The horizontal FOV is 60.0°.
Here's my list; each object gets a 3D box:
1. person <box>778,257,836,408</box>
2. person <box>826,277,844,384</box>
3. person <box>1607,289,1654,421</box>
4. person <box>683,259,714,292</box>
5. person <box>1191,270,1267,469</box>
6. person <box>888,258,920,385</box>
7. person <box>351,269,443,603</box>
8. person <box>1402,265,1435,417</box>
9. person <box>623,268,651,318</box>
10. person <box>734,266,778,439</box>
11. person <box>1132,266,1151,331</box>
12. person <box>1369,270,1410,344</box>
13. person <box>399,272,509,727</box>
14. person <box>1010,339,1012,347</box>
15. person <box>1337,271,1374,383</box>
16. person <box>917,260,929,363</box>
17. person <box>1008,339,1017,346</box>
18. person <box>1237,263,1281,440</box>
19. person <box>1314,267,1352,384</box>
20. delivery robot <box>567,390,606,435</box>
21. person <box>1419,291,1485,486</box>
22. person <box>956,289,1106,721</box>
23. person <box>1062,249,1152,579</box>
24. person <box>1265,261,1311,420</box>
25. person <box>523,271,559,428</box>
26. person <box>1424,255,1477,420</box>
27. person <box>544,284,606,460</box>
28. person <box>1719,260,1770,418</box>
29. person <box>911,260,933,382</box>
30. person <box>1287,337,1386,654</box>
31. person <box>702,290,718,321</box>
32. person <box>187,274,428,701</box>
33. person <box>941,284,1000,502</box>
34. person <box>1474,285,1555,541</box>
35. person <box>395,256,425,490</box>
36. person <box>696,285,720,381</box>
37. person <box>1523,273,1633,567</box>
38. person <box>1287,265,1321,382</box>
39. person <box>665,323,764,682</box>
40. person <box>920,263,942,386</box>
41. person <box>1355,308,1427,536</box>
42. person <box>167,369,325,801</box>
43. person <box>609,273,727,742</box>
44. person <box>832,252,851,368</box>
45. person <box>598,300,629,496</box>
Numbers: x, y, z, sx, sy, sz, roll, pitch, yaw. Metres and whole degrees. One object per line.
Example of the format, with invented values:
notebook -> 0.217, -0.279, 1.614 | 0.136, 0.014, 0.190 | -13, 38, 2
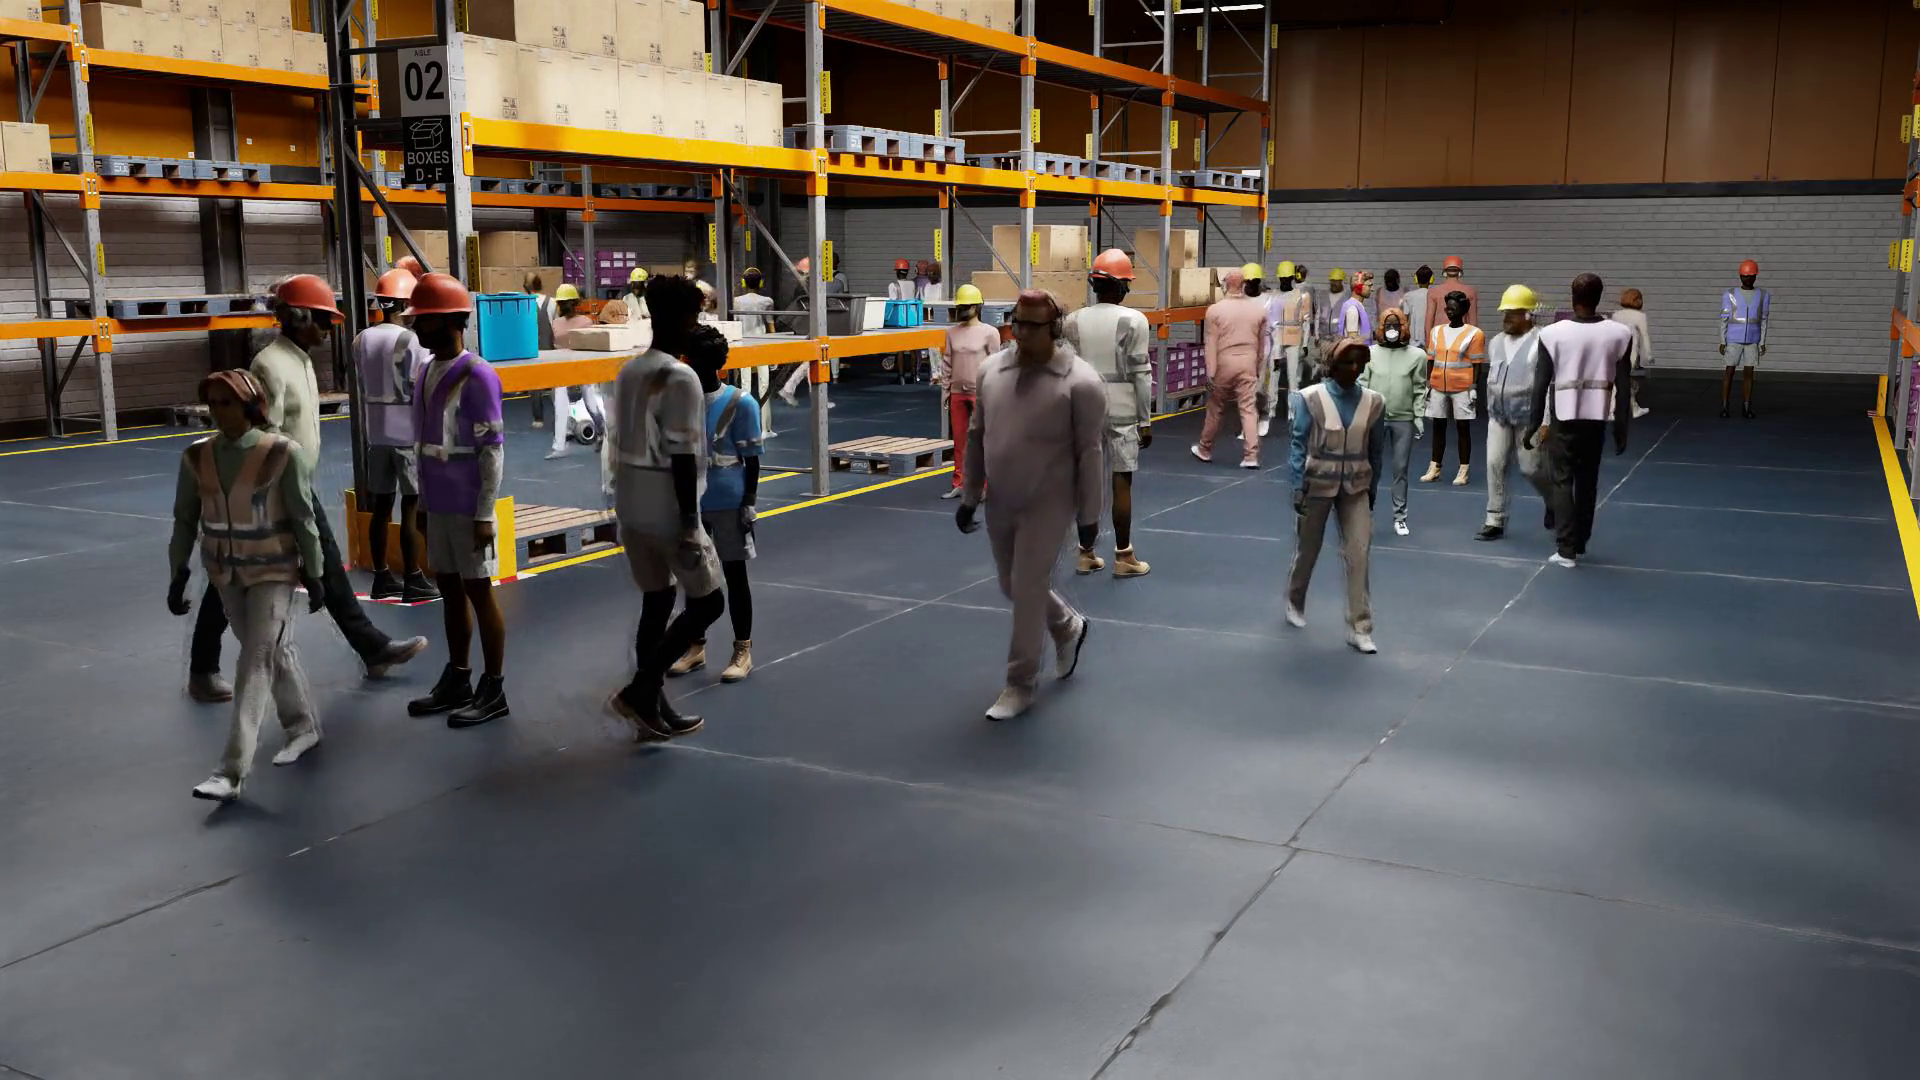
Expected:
person -> -2.018, -2.709, 21.746 | 0.683, 1.985, 0.629 | 0, 10, 3
person -> -2.091, -3.379, 25.736 | 0.630, 1.940, 0.373 | -1, 10, -8
person -> 8.105, -2.229, 20.088 | 0.860, 1.586, 0.522 | -4, 11, -23
person -> -3.627, -2.820, 22.511 | 0.662, 1.928, 0.463 | 3, 10, 19
person -> 2.577, -1.624, 15.823 | 0.658, 1.852, 0.969 | -2, 10, -13
person -> -0.880, -3.349, 25.560 | 0.547, 1.937, 0.379 | -7, 12, -35
person -> -3.241, -0.598, 9.667 | 0.541, 1.932, 0.382 | 5, 11, 26
person -> 5.726, -2.462, 20.609 | 0.513, 1.876, 0.328 | 4, 10, 20
person -> -4.008, -2.496, 20.928 | 0.590, 1.833, 0.403 | 3, 10, 16
person -> -2.237, -2.030, 18.105 | 0.532, 1.876, 0.319 | 1, 10, 5
person -> 2.892, -3.554, 27.029 | 0.429, 1.844, 0.625 | 10, 14, 44
person -> 6.126, -2.945, 23.686 | 0.615, 1.781, 0.975 | 7, 12, 33
person -> -2.178, -0.168, 7.141 | 0.542, 1.939, 0.368 | 9, 13, 42
person -> 0.915, -3.287, 25.642 | 0.974, 1.800, 0.623 | -9, 14, -44
person -> 3.910, -1.743, 16.536 | 0.383, 1.842, 0.570 | 2, 10, 13
person -> -0.684, -4.213, 30.726 | 0.355, 1.882, 0.576 | -4, 10, -20
person -> 0.823, -2.883, 22.929 | 0.631, 1.919, 0.654 | 10, 14, 44
person -> 3.157, -2.027, 17.960 | 0.613, 1.913, 0.414 | 7, 12, 33
person -> 5.076, -2.777, 22.553 | 0.597, 1.830, 0.404 | 6, 12, 33
delivery robot -> -3.915, -1.364, 17.796 | 0.707, 0.478, 0.477 | -9, 13, -43
person -> 4.299, -1.322, 14.525 | 0.535, 1.697, 0.318 | 9, 13, 41
person -> 0.359, -0.188, 7.447 | 0.642, 1.875, 0.845 | 8, 12, 38
person -> 0.933, -0.780, 10.381 | 0.605, 2.045, 0.379 | 7, 12, 33
person -> 3.927, -2.404, 20.126 | 0.594, 1.922, 0.386 | 4, 10, 21
person -> -4.774, -2.157, 19.005 | 0.531, 1.821, 0.681 | -6, 11, -30
person -> 5.911, -2.428, 20.069 | 0.623, 1.989, 0.400 | 2, 10, 9
person -> -3.800, -1.684, 16.554 | 0.537, 1.730, 0.884 | 4, 11, 23
person -> 9.612, -2.458, 20.404 | 0.548, 1.937, 0.358 | 2, 10, 13
person -> -0.587, -3.433, 26.137 | 0.643, 1.909, 0.410 | -4, 10, -20
person -> 1.949, -0.269, 8.711 | 0.520, 1.596, 0.854 | -1, 10, -4
person -> -2.870, -2.092, 19.259 | 0.526, 1.599, 0.837 | 3, 10, 18
person -> -3.070, -0.247, 7.630 | 1.060, 1.914, 0.695 | -1, 10, -5
person -> 0.079, -1.191, 13.563 | 0.535, 1.767, 0.315 | 6, 11, 29
person -> 3.986, -0.898, 11.753 | 0.710, 1.804, 0.589 | -8, 12, -38
person -> -4.704, -1.439, 14.375 | 0.391, 1.992, 0.714 | -1, 10, -6
person -> -2.581, -1.625, 16.165 | 0.517, 1.728, 0.362 | 6, 12, 32
person -> 4.013, -0.779, 10.836 | 0.621, 1.914, 0.490 | 0, 10, 1
person -> 5.373, -3.352, 25.851 | 0.559, 1.845, 0.644 | -9, 13, -41
person -> -1.178, -0.173, 7.860 | 0.538, 1.698, 0.320 | 4, 11, 24
person -> -0.382, -3.265, 25.267 | 0.590, 1.868, 0.452 | 6, 11, 31
person -> 3.079, -0.844, 11.938 | 0.507, 1.633, 0.276 | 2, 10, 11
person -> -2.713, 0.151, 6.287 | 0.541, 1.584, 0.878 | 2, 10, 12
person -> -1.210, -0.113, 6.812 | 0.463, 1.937, 0.634 | -8, 13, -39
person -> -2.219, -4.030, 29.206 | 0.679, 2.000, 0.537 | 3, 10, 17
person -> -2.883, -1.190, 13.943 | 0.268, 1.631, 0.507 | -3, 10, -18
